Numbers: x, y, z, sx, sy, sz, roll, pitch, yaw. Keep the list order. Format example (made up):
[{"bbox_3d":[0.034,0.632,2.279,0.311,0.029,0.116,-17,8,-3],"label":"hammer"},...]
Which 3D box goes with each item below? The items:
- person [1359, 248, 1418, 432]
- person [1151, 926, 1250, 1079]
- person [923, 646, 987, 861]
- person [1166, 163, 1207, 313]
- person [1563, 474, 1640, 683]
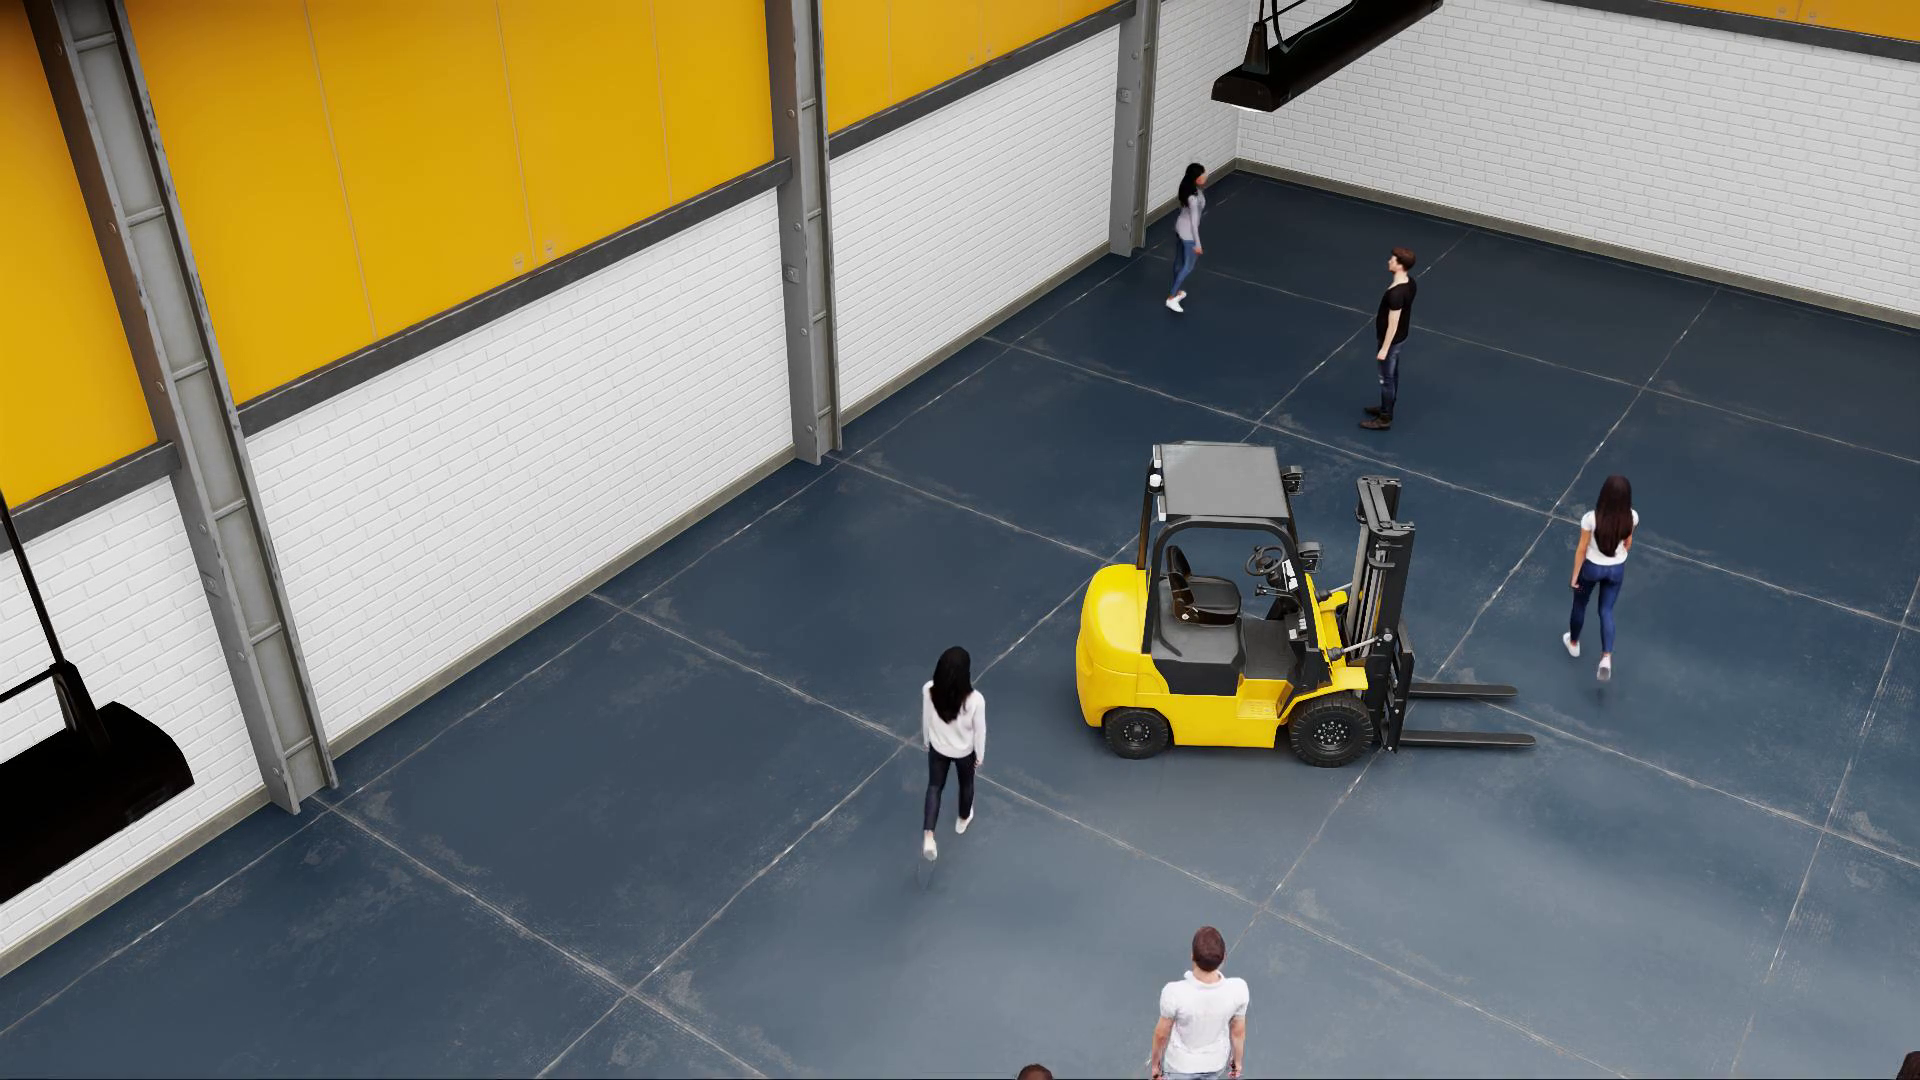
[{"bbox_3d":[4.248,-1.973,16.311,0.770,1.896,0.562,15,36,21],"label":"person"},{"bbox_3d":[1.308,2.900,9.043,1.107,1.826,1.182,-4,34,-7],"label":"person"},{"bbox_3d":[-0.080,1.463,11.331,0.809,1.686,1.043,10,35,14],"label":"person"},{"bbox_3d":[2.530,-3.451,18.692,0.889,1.723,0.826,-14,36,-20],"label":"person"},{"bbox_3d":[5.041,0.310,13.003,0.946,1.756,1.097,0,34,0],"label":"person"}]
